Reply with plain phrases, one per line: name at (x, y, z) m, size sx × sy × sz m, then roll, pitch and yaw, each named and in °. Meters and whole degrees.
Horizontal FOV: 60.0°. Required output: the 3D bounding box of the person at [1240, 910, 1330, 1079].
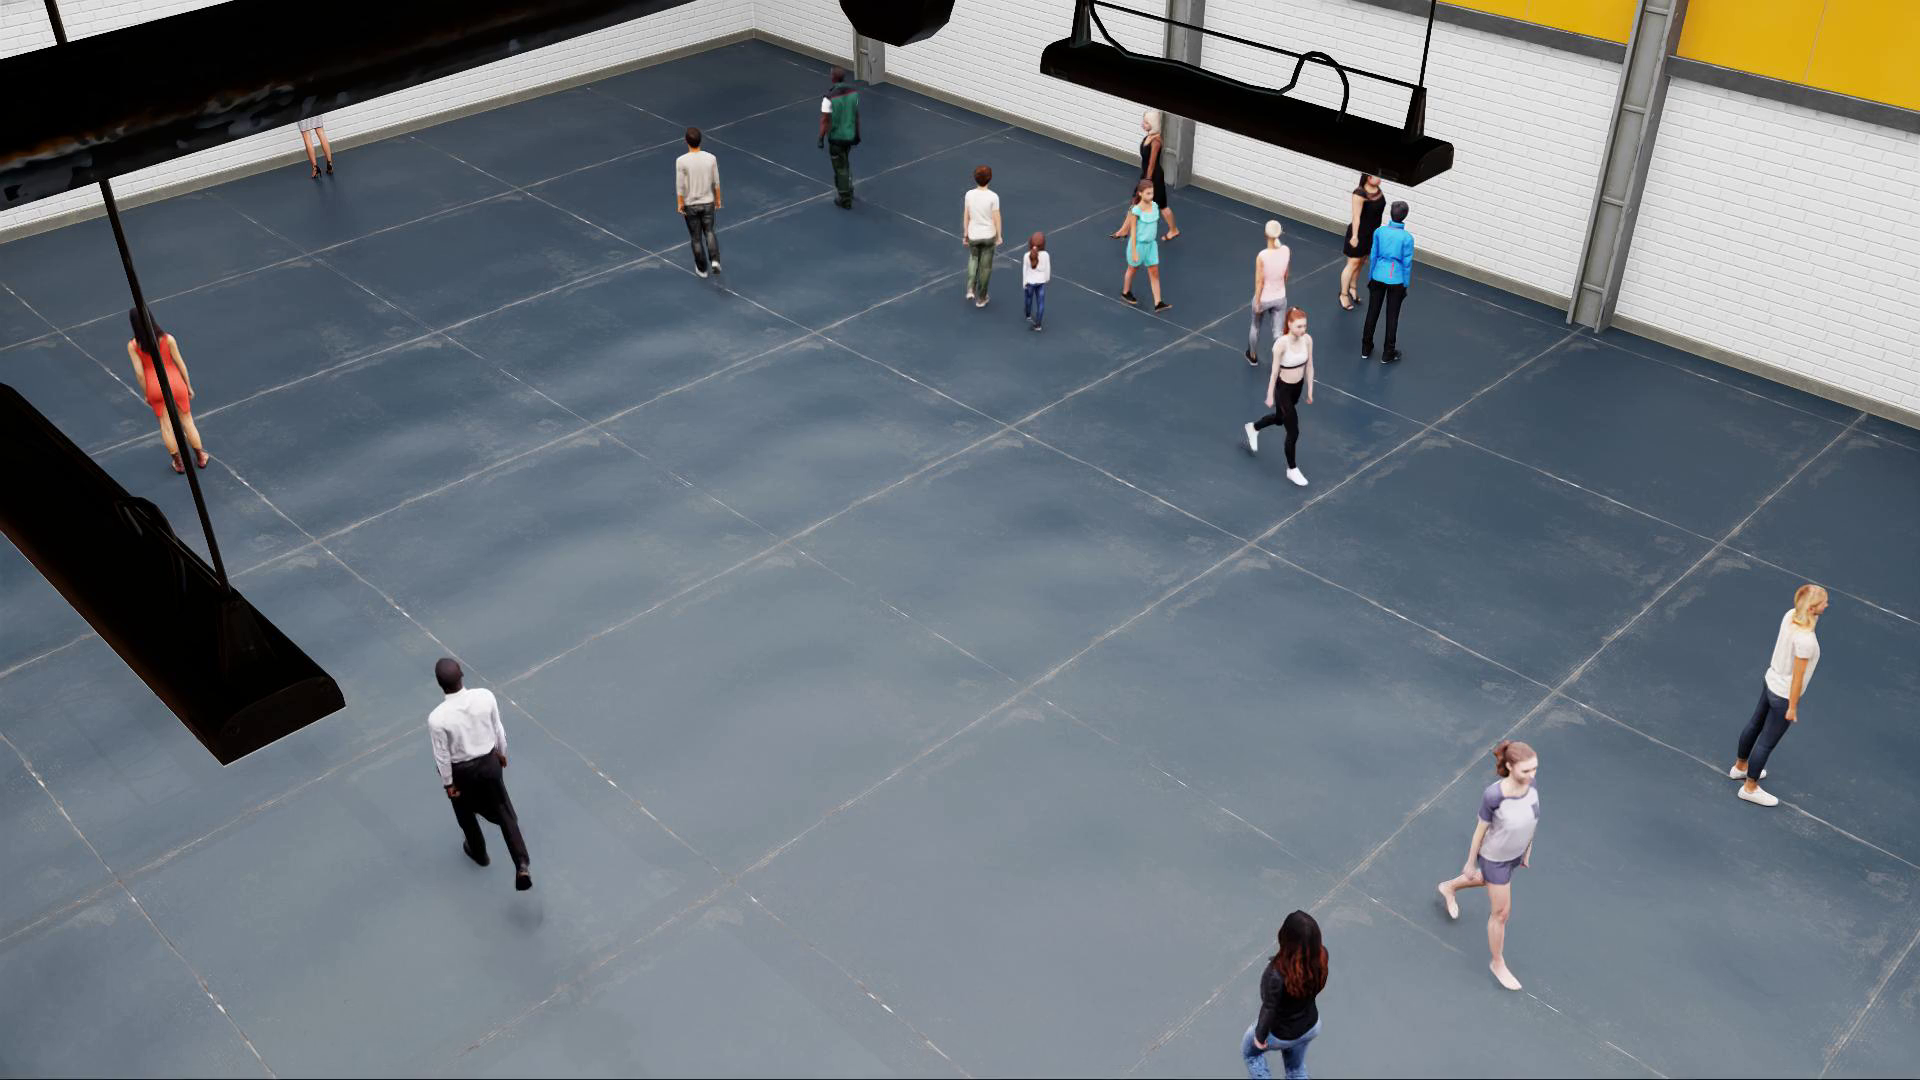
person at (1.902, 2.785, 9.410) m, size 0.723 × 1.623 × 0.694 m, roll -18°, pitch 38°, yaw -25°

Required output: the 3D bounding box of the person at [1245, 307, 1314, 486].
person at (3.026, -1.414, 15.652) m, size 0.792 × 1.706 × 1.216 m, roll -18°, pitch 38°, yaw -25°

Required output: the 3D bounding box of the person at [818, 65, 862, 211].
person at (-1.454, -5.057, 21.024) m, size 0.678 × 1.826 × 0.646 m, roll -29°, pitch 43°, yaw -36°

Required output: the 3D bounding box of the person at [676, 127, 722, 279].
person at (-2.994, -3.857, 19.244) m, size 0.791 × 1.798 × 0.854 m, roll -14°, pitch 36°, yaw -20°

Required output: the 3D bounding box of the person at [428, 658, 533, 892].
person at (-3.190, 1.590, 11.038) m, size 0.770 × 1.810 × 1.147 m, roll -22°, pitch 39°, yaw -29°

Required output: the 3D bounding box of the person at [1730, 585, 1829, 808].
person at (5.827, 1.073, 11.818) m, size 0.697 × 1.809 × 0.670 m, roll 5°, pitch 34°, yaw 7°

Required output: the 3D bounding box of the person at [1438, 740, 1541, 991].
person at (3.386, 1.945, 10.579) m, size 0.815 × 1.728 × 1.170 m, roll -16°, pitch 37°, yaw -23°

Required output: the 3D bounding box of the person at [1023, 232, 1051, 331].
person at (0.844, -2.851, 18.365) m, size 0.676 × 1.096 × 0.742 m, roll -1°, pitch 34°, yaw -2°

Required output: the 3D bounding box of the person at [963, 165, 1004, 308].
person at (0.225, -3.361, 18.637) m, size 0.714 × 1.644 × 0.764 m, roll 11°, pitch 35°, yaw 16°

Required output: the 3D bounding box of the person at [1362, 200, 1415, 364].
person at (4.508, -2.730, 17.554) m, size 0.519 × 1.792 × 0.699 m, roll 23°, pitch 40°, yaw 30°

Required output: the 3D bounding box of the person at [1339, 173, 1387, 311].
person at (4.507, -3.434, 18.681) m, size 0.642 × 1.716 × 0.692 m, roll 22°, pitch 40°, yaw 30°

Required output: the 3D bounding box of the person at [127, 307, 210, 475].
person at (-7.464, -1.412, 15.636) m, size 0.655 × 1.720 × 0.639 m, roll -14°, pitch 36°, yaw -21°

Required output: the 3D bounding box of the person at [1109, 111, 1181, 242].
person at (2.408, -4.324, 20.056) m, size 1.116 × 1.678 × 1.102 m, roll -1°, pitch 34°, yaw -2°

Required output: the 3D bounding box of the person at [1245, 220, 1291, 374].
person at (3.251, -2.447, 17.214) m, size 0.961 × 1.697 × 1.159 m, roll -6°, pitch 34°, yaw -9°

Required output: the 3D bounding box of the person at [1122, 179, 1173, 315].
person at (2.001, -3.323, 18.695) m, size 0.714 × 1.517 × 1.062 m, roll -19°, pitch 38°, yaw -27°
